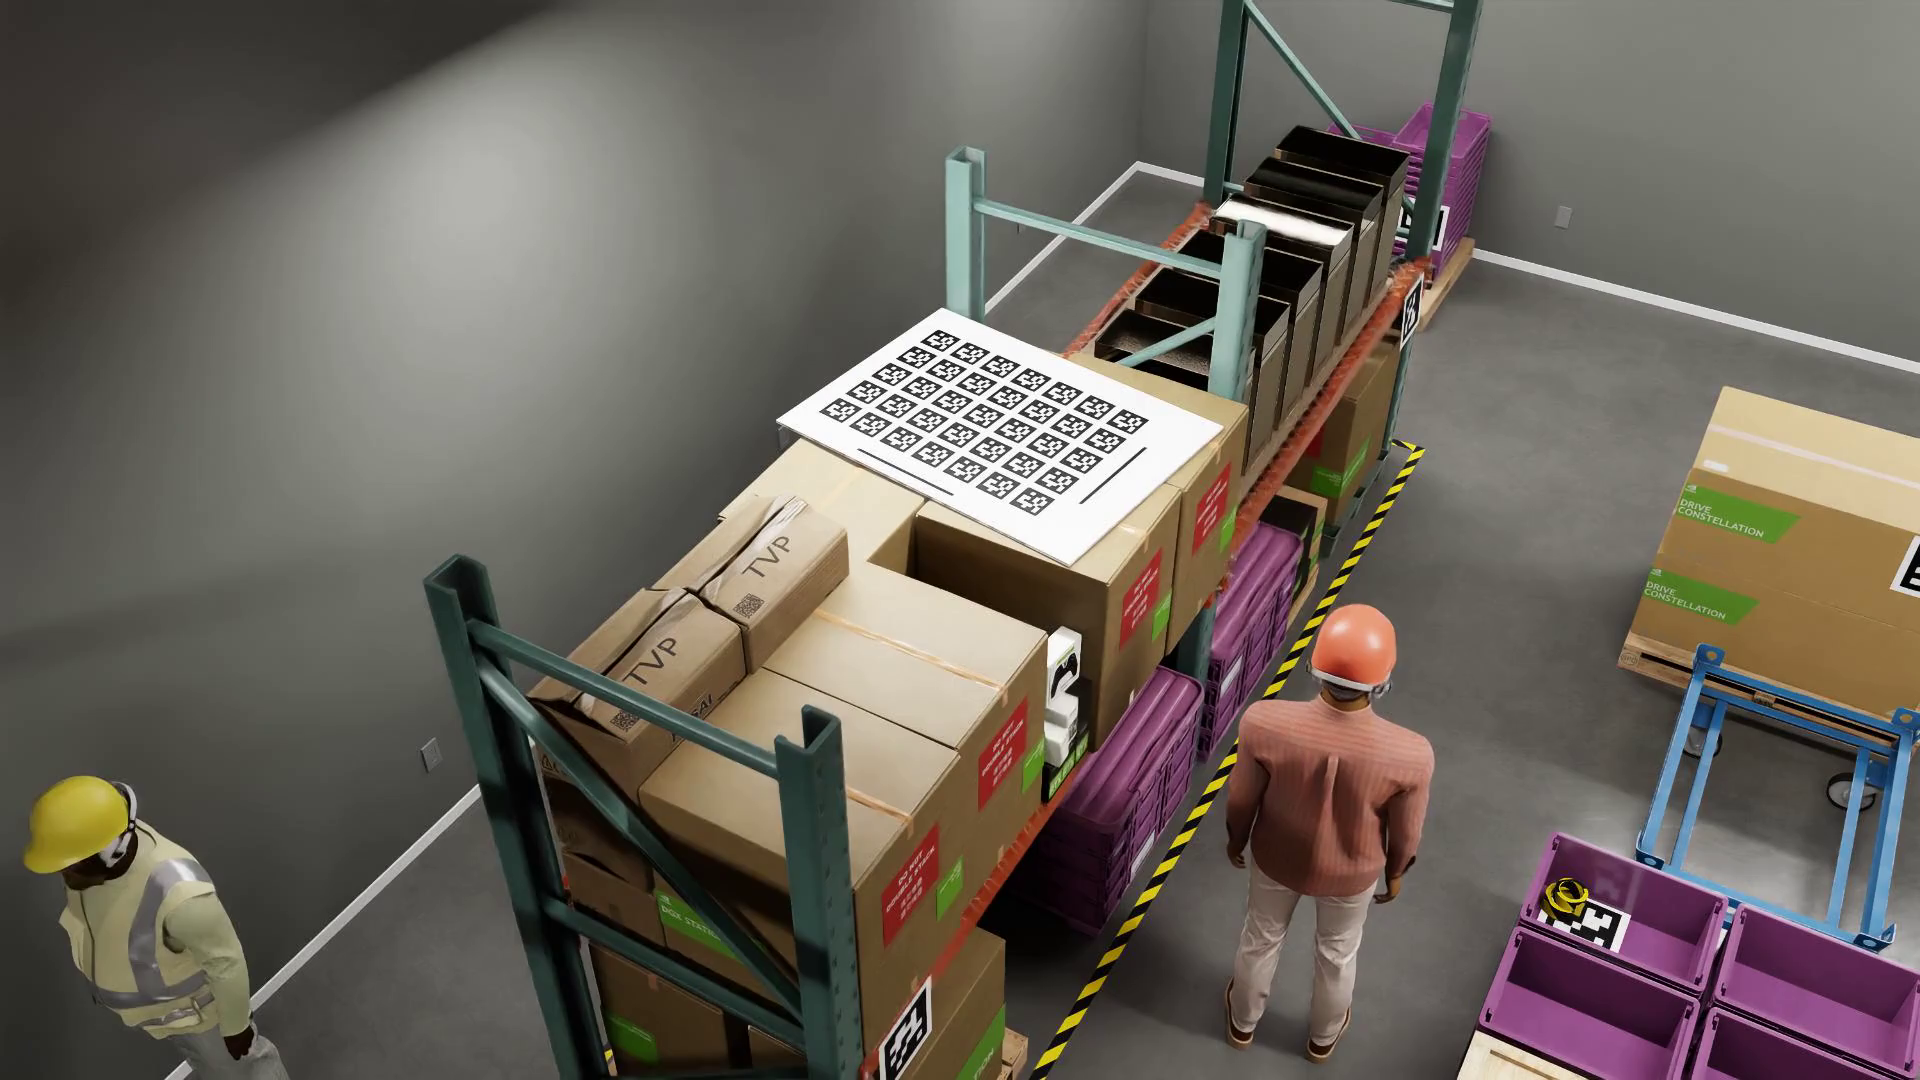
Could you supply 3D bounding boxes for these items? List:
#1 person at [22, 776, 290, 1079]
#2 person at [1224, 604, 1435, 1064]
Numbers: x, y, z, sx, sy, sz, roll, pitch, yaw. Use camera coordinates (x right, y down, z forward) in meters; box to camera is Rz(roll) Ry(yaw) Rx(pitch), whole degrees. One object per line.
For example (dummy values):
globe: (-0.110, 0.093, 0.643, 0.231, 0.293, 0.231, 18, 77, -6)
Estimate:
person: (-2.401, 1.351, 5.070, 0.600, 1.827, 0.404, 22, 45, 24)
person: (1.152, 0.994, 5.371, 0.608, 1.993, 0.379, 10, 41, 12)
